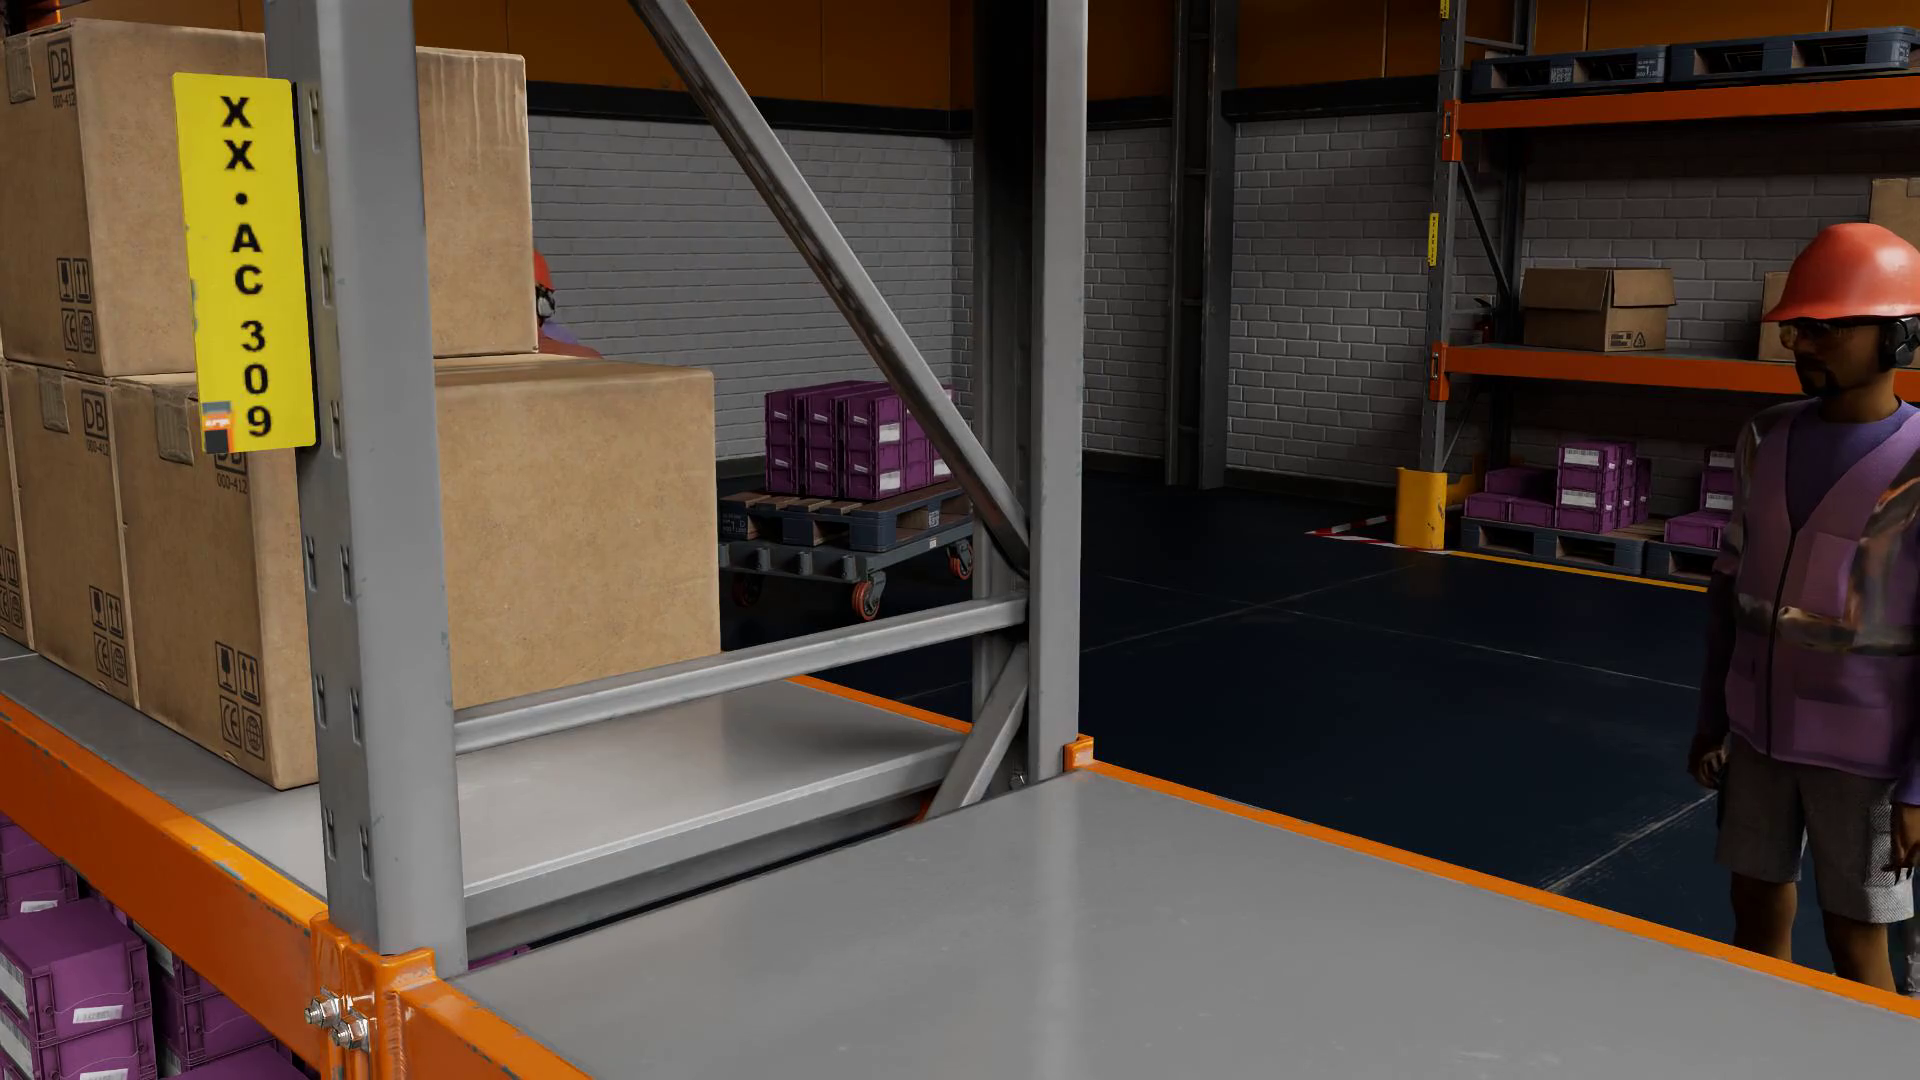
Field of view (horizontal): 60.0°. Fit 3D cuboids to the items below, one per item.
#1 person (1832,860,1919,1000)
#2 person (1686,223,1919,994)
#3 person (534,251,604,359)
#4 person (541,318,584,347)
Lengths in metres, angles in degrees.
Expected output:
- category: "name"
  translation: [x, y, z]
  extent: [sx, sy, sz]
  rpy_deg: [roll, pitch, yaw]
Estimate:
- category: "person"
  translation: [2.278, 0.500, 4.018]
  extent: [0.532, 1.607, 0.648]
  rpy_deg: [-6, 12, -30]
- category: "person"
  translation: [1.741, 0.395, 3.386]
  extent: [0.371, 2.044, 0.608]
  rpy_deg: [-4, 11, -23]
- category: "person"
  translation: [-1.514, -0.041, 5.912]
  extent: [0.608, 1.987, 0.391]
  rpy_deg: [-4, 11, -23]
- category: "person"
  translation: [-2.233, -0.465, 8.572]
  extent: [0.642, 1.866, 0.955]
  rpy_deg: [-3, 11, -14]
